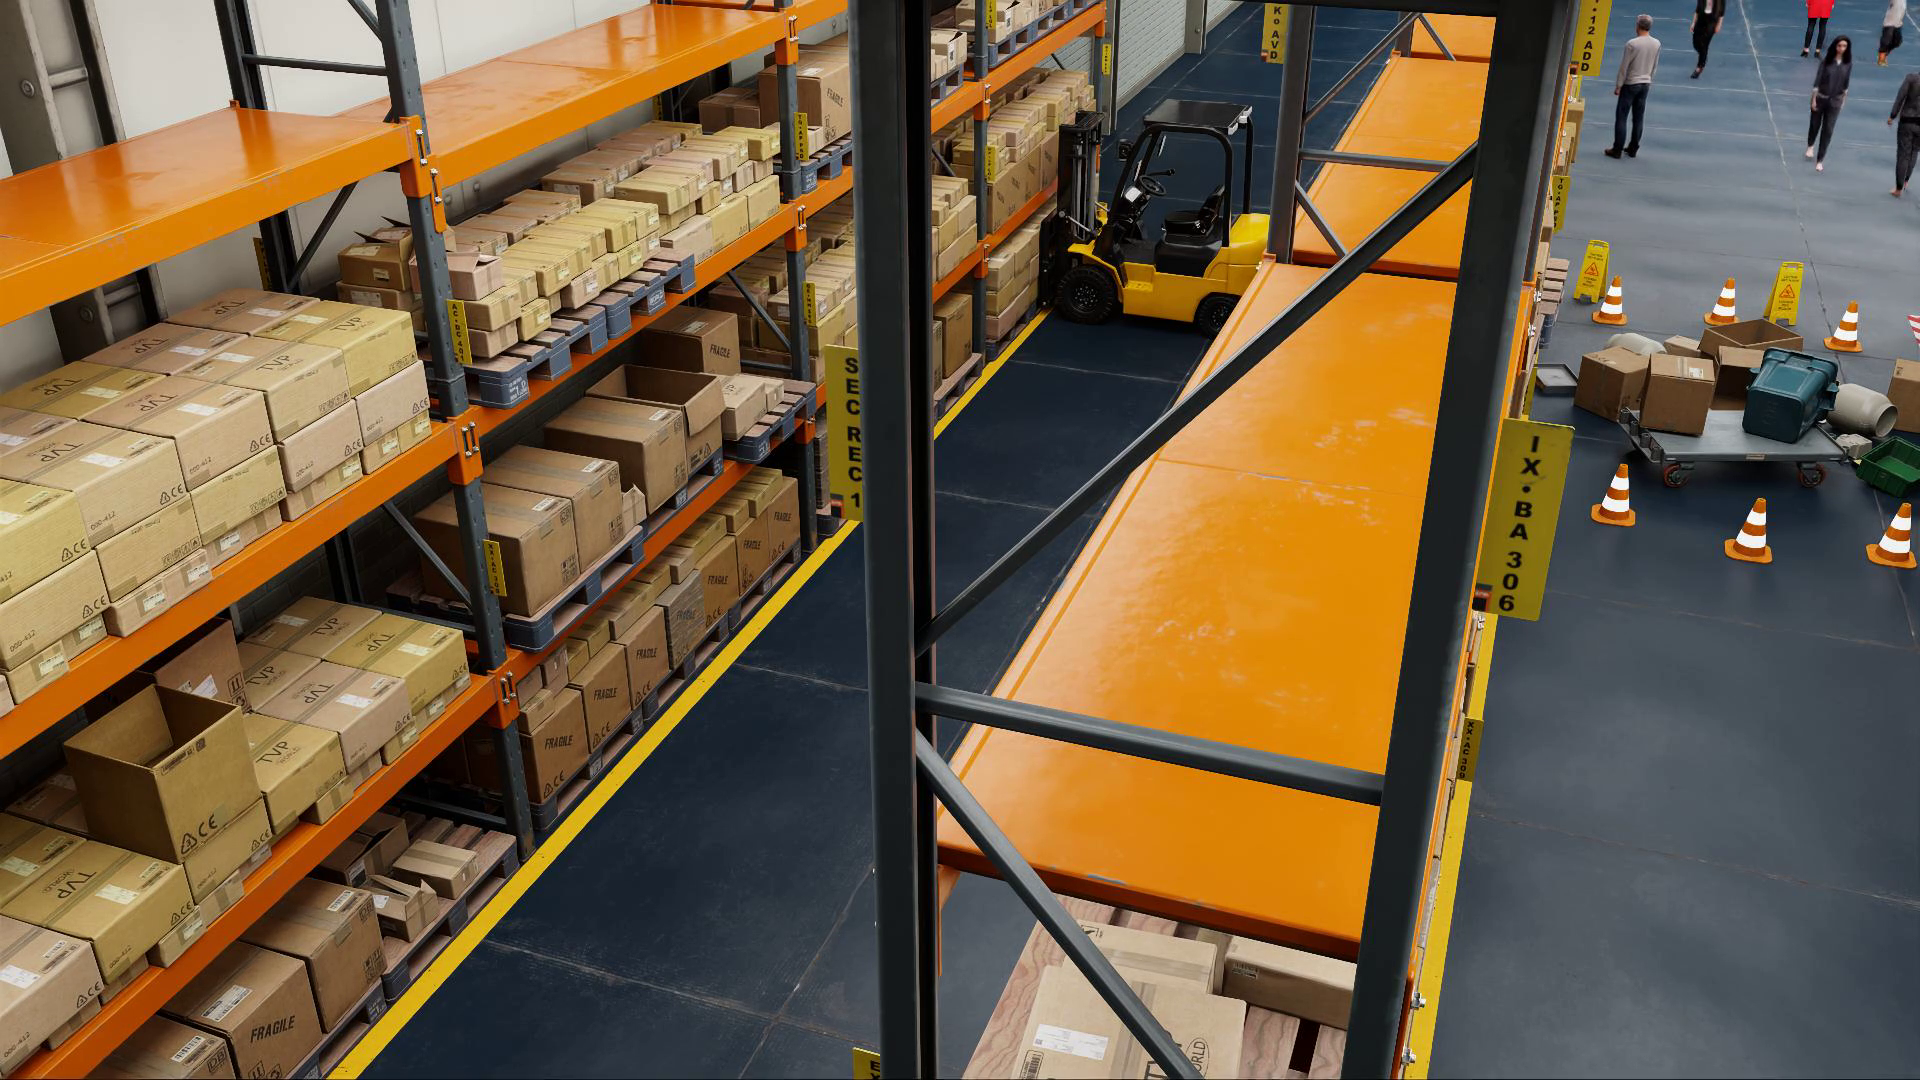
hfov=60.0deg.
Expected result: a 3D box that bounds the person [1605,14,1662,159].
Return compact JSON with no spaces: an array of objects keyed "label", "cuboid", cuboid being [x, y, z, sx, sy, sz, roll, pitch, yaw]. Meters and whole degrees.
[{"label":"person","cuboid":[9.264,-6.223,22.827,0.822,1.903,0.853,-9,29,-16]}]

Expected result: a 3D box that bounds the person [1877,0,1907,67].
[{"label":"person","cuboid":[15.742,-8.789,28.133,0.681,1.446,0.734,-5,28,-9]}]

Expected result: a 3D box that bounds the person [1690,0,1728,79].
[{"label":"person","cuboid":[12.286,-8.485,27.294,0.842,1.698,1.064,22,35,35]}]

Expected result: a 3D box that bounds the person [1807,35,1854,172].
[{"label":"person","cuboid":[11.696,-5.918,22.462,0.610,1.708,1.195,11,30,20]}]

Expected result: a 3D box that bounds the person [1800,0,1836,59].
[{"label":"person","cuboid":[14.806,-9.204,28.590,0.637,1.748,0.635,6,29,12]}]

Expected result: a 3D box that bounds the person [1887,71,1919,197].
[{"label":"person","cuboid":[12.180,-5.287,21.153,0.750,1.826,0.846,6,29,11]}]
